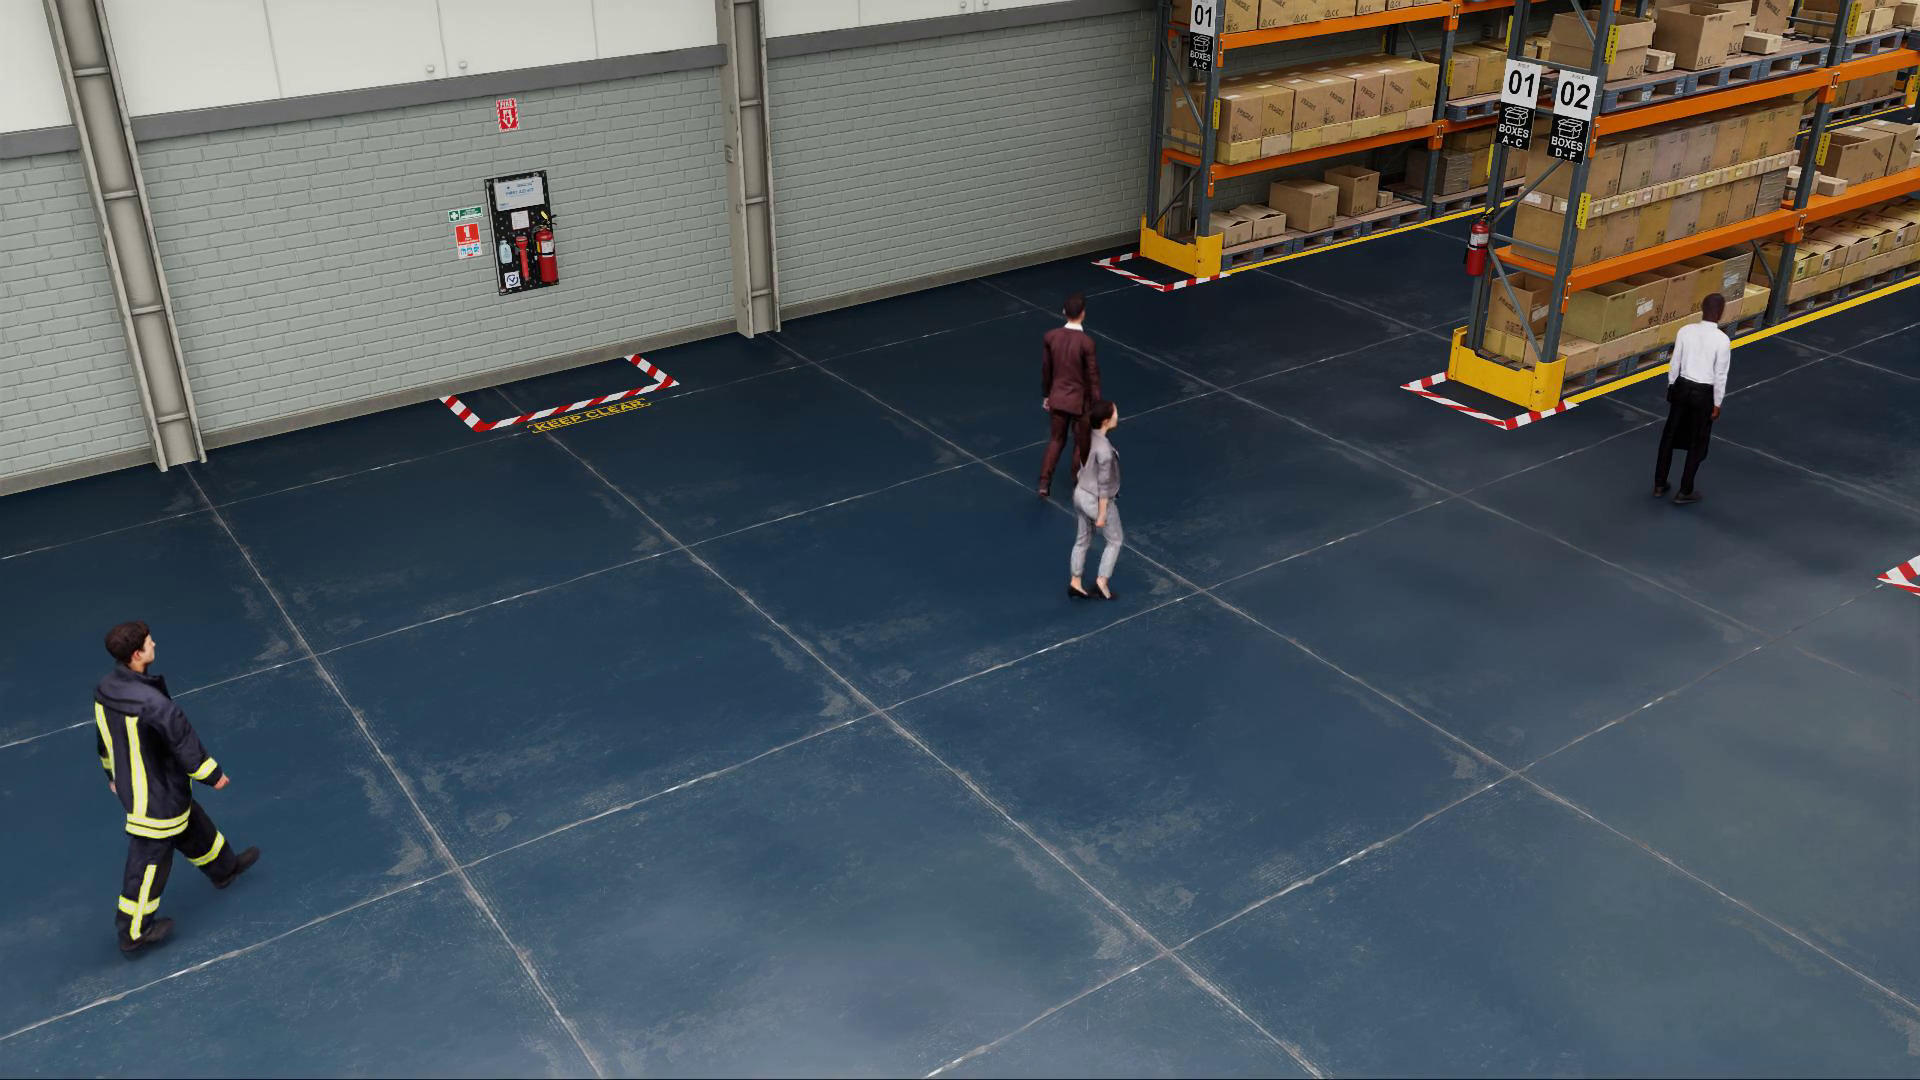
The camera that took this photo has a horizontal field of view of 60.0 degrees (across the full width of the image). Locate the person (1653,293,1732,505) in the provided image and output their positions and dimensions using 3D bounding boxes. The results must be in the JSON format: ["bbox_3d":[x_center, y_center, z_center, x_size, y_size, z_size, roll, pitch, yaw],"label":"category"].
[{"bbox_3d":[6.225,-1.204,14.128,0.557,1.837,0.655,-21,34,-35],"label":"person"}]

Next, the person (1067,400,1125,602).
[{"bbox_3d":[0.933,-0.255,12.477,0.681,1.661,0.678,-12,30,-22],"label":"person"}]

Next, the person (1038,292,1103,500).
[{"bbox_3d":[0.919,-1.170,14.039,0.885,1.857,0.997,16,31,29],"label":"person"}]

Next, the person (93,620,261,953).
[{"bbox_3d":[-4.473,1.375,9.069,1.027,1.882,1.295,19,33,32],"label":"person"}]
